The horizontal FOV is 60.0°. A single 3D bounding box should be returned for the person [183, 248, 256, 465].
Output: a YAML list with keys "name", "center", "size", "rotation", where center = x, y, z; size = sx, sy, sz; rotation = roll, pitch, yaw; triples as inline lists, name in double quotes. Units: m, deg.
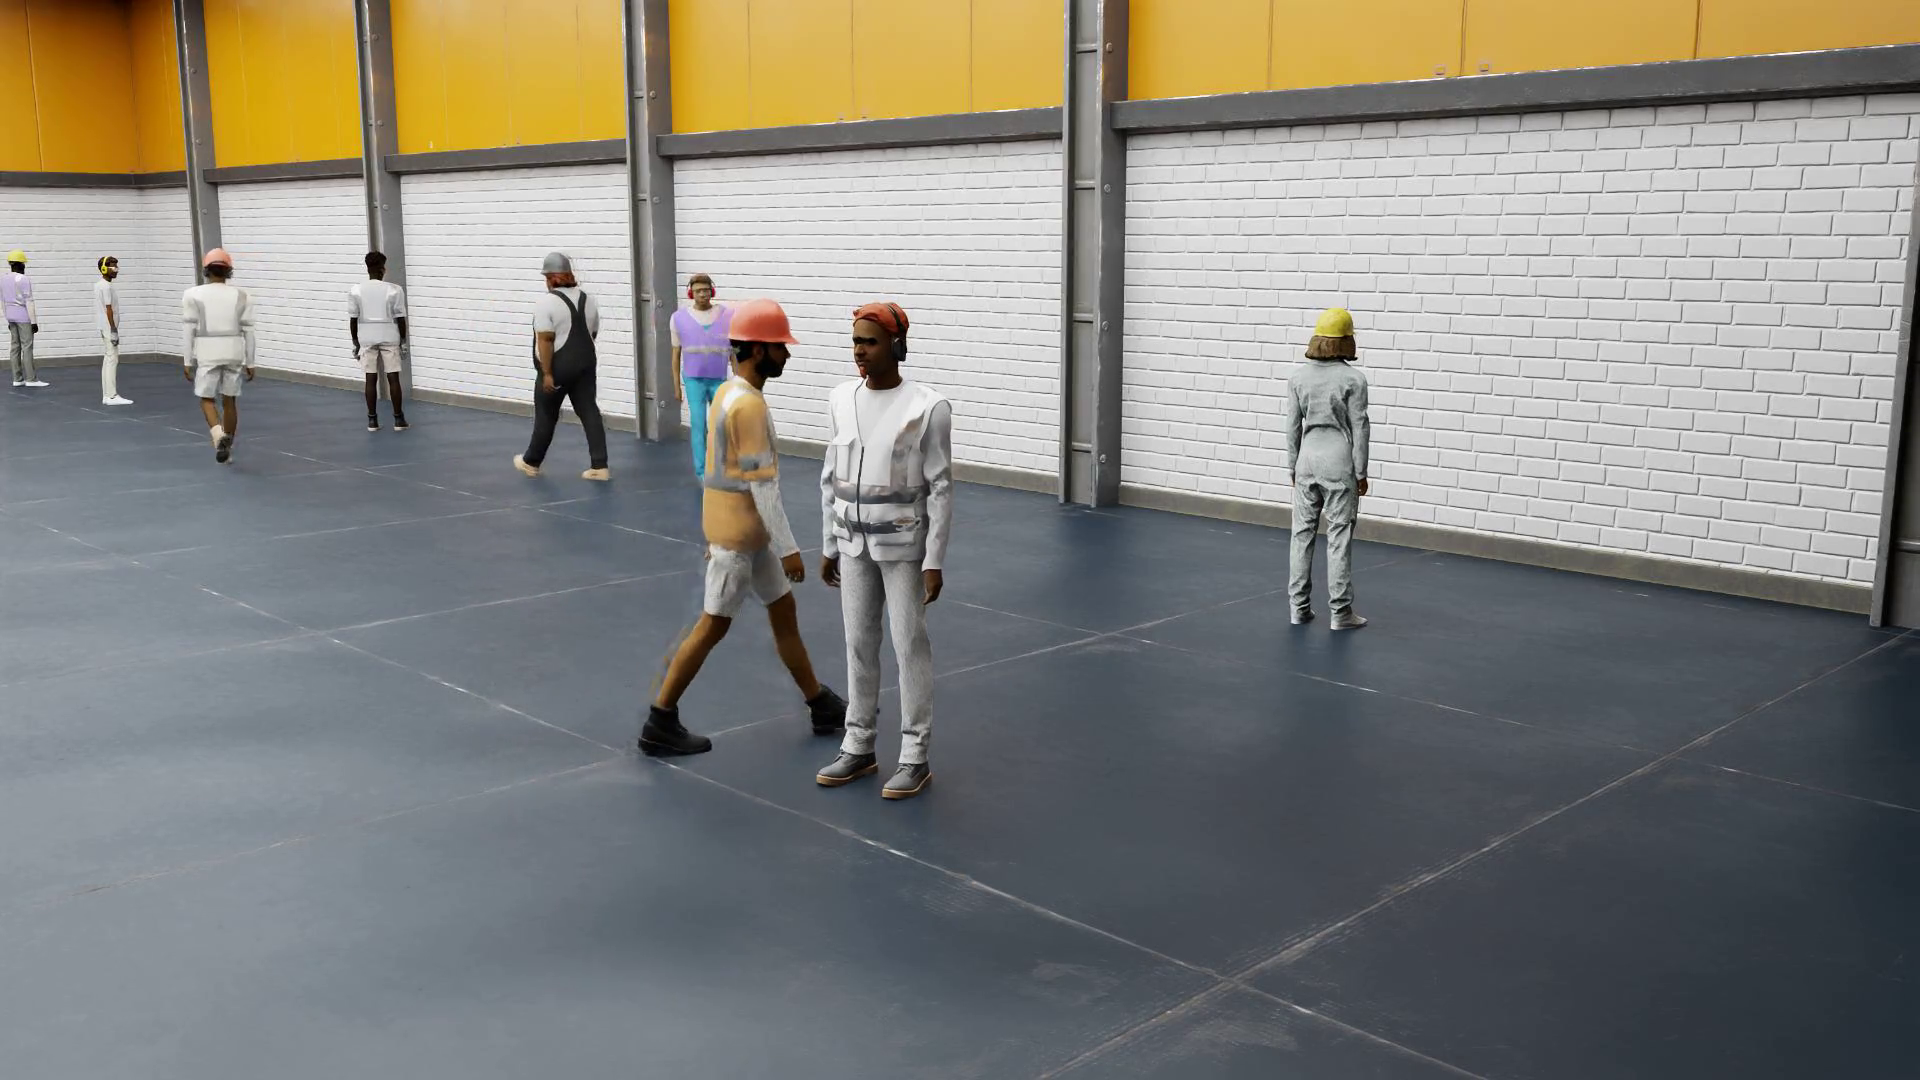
- name: "person"
  center: [-6.794, -1.664, 15.315]
  size: [0.653, 2.010, 0.692]
  rotation: [-6, 12, -31]

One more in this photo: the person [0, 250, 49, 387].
- name: "person"
  center: [-13.221, -3.113, 23.423]
  size: [0.585, 1.929, 0.363]
  rotation: [4, 11, 23]

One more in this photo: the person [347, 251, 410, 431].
- name: "person"
  center: [-6.346, -2.166, 18.180]
  size: [0.607, 1.958, 0.388]
  rotation: [-1, 10, -8]

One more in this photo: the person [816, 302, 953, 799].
- name: "person"
  center: [-0.298, 0.043, 6.344]
  size: [0.572, 1.883, 0.356]
  rotation: [7, 12, 32]

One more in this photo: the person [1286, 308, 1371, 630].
- name: "person"
  center: [2.009, -0.386, 9.060]
  size: [0.483, 1.745, 0.300]
  rotation: [9, 14, 40]

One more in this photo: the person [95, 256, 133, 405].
- name: "person"
  center: [-10.740, -2.640, 21.037]
  size: [0.315, 1.858, 0.528]
  rotation: [-7, 13, -35]

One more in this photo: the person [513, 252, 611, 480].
- name: "person"
  center: [-3.484, -1.544, 14.564]
  size: [1.032, 2.000, 0.698]
  rotation: [8, 13, 36]

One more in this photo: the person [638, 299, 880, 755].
- name: "person"
  center: [-0.875, -0.045, 6.857]
  size: [1.039, 1.875, 0.551]
  rotation: [-2, 11, -11]

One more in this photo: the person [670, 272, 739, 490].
- name: "person"
  center: [-2.170, -1.360, 14.141]
  size: [0.579, 1.824, 0.586]
  rotation: [-3, 11, -18]
